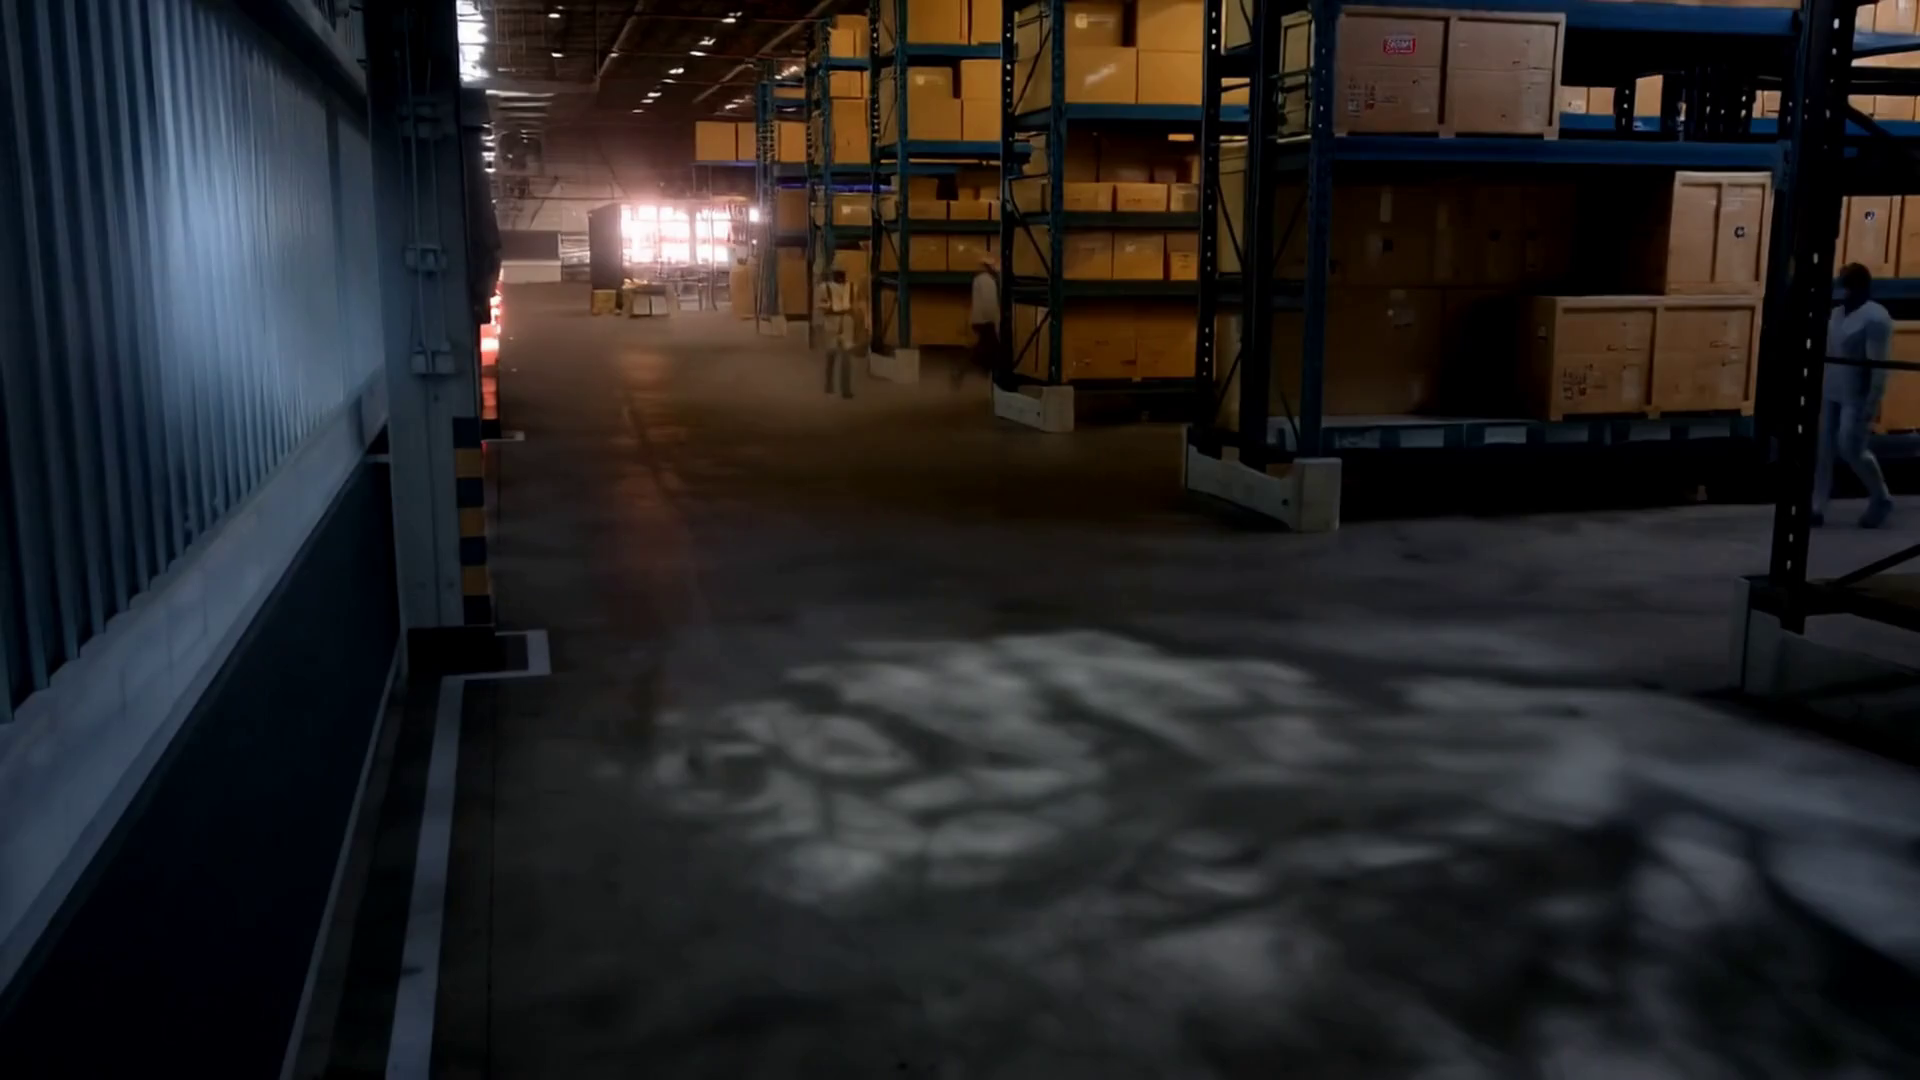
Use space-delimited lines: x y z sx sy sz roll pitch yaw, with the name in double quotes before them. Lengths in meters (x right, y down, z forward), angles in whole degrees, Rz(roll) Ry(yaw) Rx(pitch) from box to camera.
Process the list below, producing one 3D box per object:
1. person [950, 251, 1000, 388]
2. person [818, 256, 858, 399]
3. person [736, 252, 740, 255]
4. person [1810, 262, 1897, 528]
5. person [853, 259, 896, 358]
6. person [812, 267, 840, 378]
"person" 0.291 -3.156 23.853 0.921 1.968 0.610 -3 11 -19
"person" -1.657 -2.880 22.464 0.554 1.910 0.900 -3 10 -16
"person" -9.136 -11.017 68.718 0.403 1.834 0.588 -4 11 -20
"person" 6.373 -1.018 11.877 0.793 1.917 0.645 -2 10 -9
"person" -1.553 -4.187 30.173 0.903 1.782 0.584 3 11 18
"person" -2.000 -3.370 25.784 0.577 1.707 0.896 -3 10 -17
